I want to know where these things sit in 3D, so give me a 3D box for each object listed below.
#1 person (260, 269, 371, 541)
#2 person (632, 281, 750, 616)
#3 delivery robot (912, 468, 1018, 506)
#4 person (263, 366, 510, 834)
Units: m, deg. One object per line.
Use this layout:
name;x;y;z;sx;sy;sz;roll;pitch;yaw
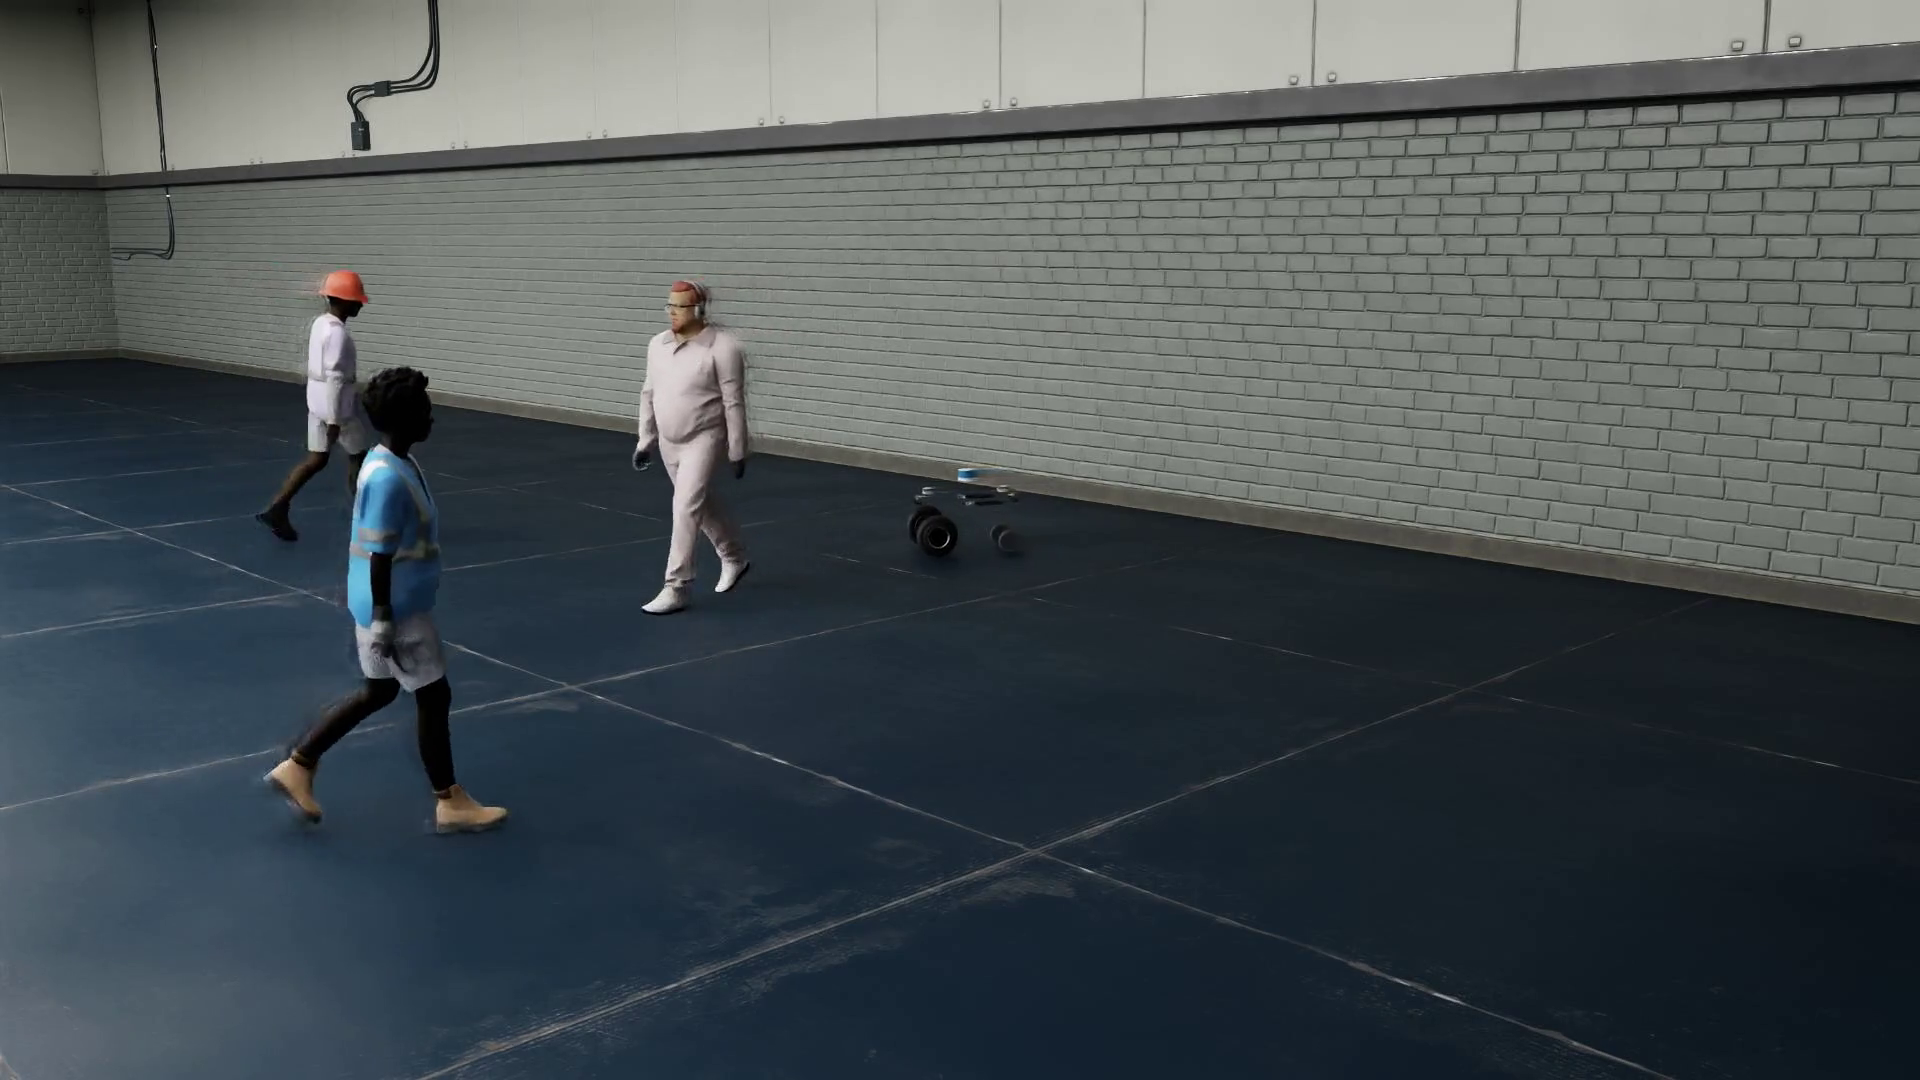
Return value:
person;-4.393;-0.921;11.490;0.913;1.882;0.597;-9;14;-41
person;-1.522;-0.560;9.597;0.637;1.867;0.988;7;13;35
delivery robot;0.036;-0.367;11.236;0.698;0.223;0.335;-2;11;-11
person;-2.068;0.224;5.838;0.788;1.673;0.540;-3;11;-15
